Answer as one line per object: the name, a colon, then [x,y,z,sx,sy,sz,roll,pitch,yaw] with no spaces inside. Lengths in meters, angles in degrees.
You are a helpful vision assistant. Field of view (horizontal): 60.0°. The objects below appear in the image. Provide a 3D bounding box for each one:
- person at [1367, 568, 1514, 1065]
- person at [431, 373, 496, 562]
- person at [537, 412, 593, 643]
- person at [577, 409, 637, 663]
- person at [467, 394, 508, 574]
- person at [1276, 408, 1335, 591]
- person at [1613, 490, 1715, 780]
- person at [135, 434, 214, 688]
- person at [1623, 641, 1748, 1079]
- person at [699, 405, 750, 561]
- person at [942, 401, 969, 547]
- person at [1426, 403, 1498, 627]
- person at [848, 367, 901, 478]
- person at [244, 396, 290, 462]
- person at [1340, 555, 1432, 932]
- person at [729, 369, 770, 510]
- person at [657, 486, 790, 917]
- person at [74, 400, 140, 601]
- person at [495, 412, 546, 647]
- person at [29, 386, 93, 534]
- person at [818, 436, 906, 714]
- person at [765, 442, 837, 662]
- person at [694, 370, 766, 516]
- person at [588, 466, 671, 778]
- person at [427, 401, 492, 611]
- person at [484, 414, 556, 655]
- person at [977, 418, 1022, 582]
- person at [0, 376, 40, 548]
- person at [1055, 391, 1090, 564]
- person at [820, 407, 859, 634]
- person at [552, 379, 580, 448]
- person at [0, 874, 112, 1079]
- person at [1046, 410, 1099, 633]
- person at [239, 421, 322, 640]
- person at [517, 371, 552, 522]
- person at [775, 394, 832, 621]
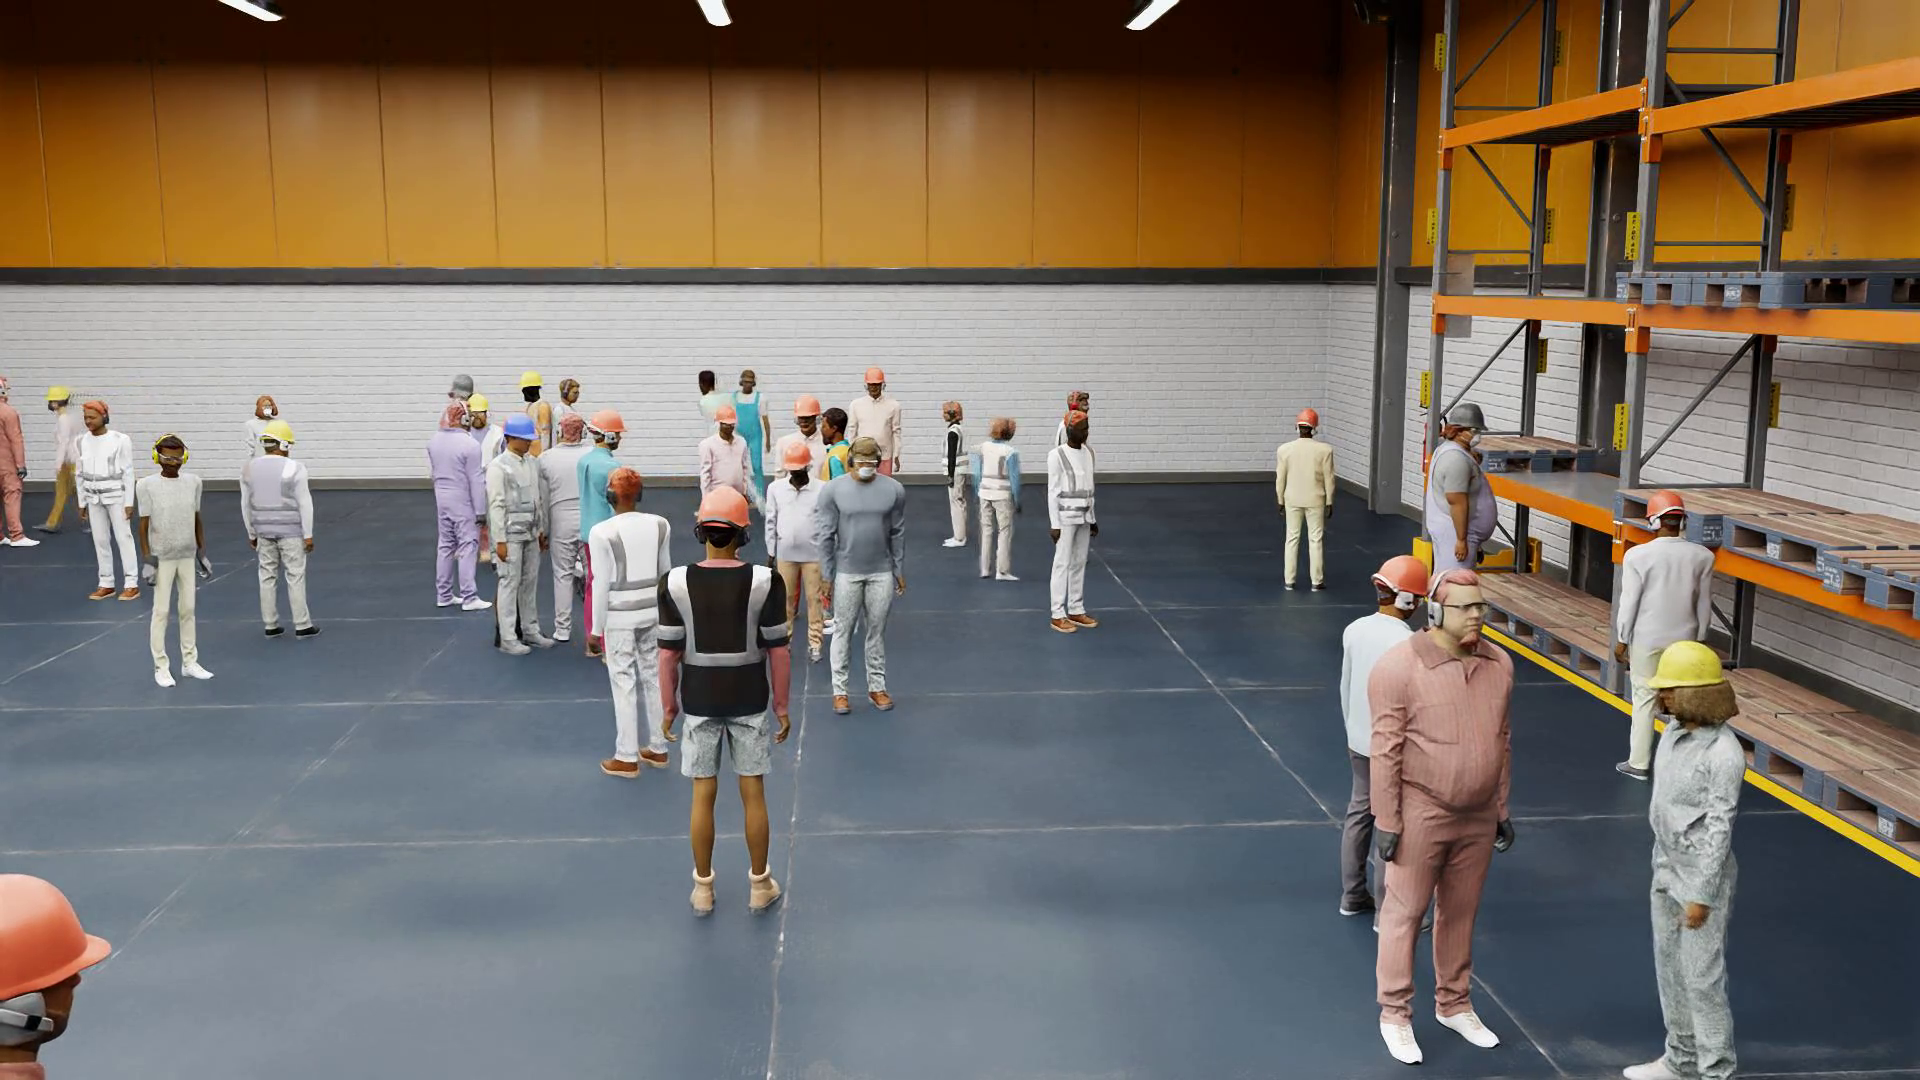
person: [1.885,1.054,6.448,0.643,1.913,0.411,-4,10,-22]
person: [-5.246,-0.768,17.481,0.796,2.000,0.534,5,10,29]
person: [-3.170,-0.105,13.739,0.641,1.908,0.407,-3,9,-15]
person: [-2.770,-0.032,13.048,0.402,1.986,0.611,-8,12,-40]
person: [-4.847,-0.560,16.820,0.587,1.835,0.403,-2,9,-12]
person: [3.316,-0.385,15.966,0.563,1.753,0.327,3,10,21]
person: [4.211,0.570,10.006,0.574,1.740,0.345,-1,9,-4]
person: [-5.806,0.142,12.328,0.335,1.865,0.521,7,11,36]
person: [2.626,1.215,6.013,0.351,1.731,0.491,-1,9,-6]
person: [-2.310,-0.470,16.507,0.572,1.749,0.341,-9,13,-44]
person: [-0.056,-0.736,18.570,0.316,1.629,0.508,1,9,9]
person: [3.956,-0.073,13.119,0.535,2.000,0.688,1,9,6]
person: [-0.966,-0.962,18.842,0.612,1.995,0.377,-1,9,-4]
person: [-8.045,-0.865,19.359,0.499,1.634,0.279,-8,12,-41]
person: [2.002,0.933,7.722,0.349,1.742,0.566,-4,10,-21]
person: [-2.742,-1.282,21.374,0.598,1.833,0.370,0,9,1]
person: [-1.109,0.761,7.873,0.616,2.041,0.383,-1,9,-4]
person: [-7.934,-0.363,15.465,0.578,1.877,0.347,1,9,8]
person: [-3.588,-0.079,13.535,0.406,1.928,0.542,3,9,15]
person: [-10.406,-0.909,19.287,0.855,1.727,0.553,-5,10,-29]
person: [-0.668,0.235,11.529,0.629,1.931,0.371,-3,10,-18]
person: [-1.250,0.096,12.991,0.564,1.740,0.350,1,9,7]
person: [-2.890,-1.180,20.646,0.951,1.870,0.627,6,11,33]
person: [-1.992,0.490,10.068,0.337,1.882,0.584,8,12,41]
person: [-4.517,-0.312,15.087,0.642,1.899,0.395,6,11,33]
person: [-3.526,-0.046,13.300,0.420,1.933,0.616,3,10,21]
person: [0.380,-0.394,16.470,0.581,1.626,0.327,8,12,42]
person: [-10.635,-0.865,18.510,0.641,1.908,0.407,3,10,20]
person: [1.145,-0.624,17.231,0.386,1.837,0.563,3,9,17]
person: [-0.995,-0.161,14.056,0.394,1.919,0.590,1,9,4]
person: [-4.518,-0.937,19.168,0.351,1.842,0.507,0,9,3]
person: [-1.657,1.565,2.978,0.613,1.994,0.380,5,10,27]
person: [0.971,-0.165,14.180,0.344,1.883,0.584,8,12,41]
person: [-5.637,-0.073,13.807,0.591,1.820,0.404,1,9,7]
person: [-4.921,-1.007,19.383,0.414,1.916,0.588,-5,10,-29]
person: [-1.314,-0.274,14.521,0.612,1.995,0.393,1,9,3]
